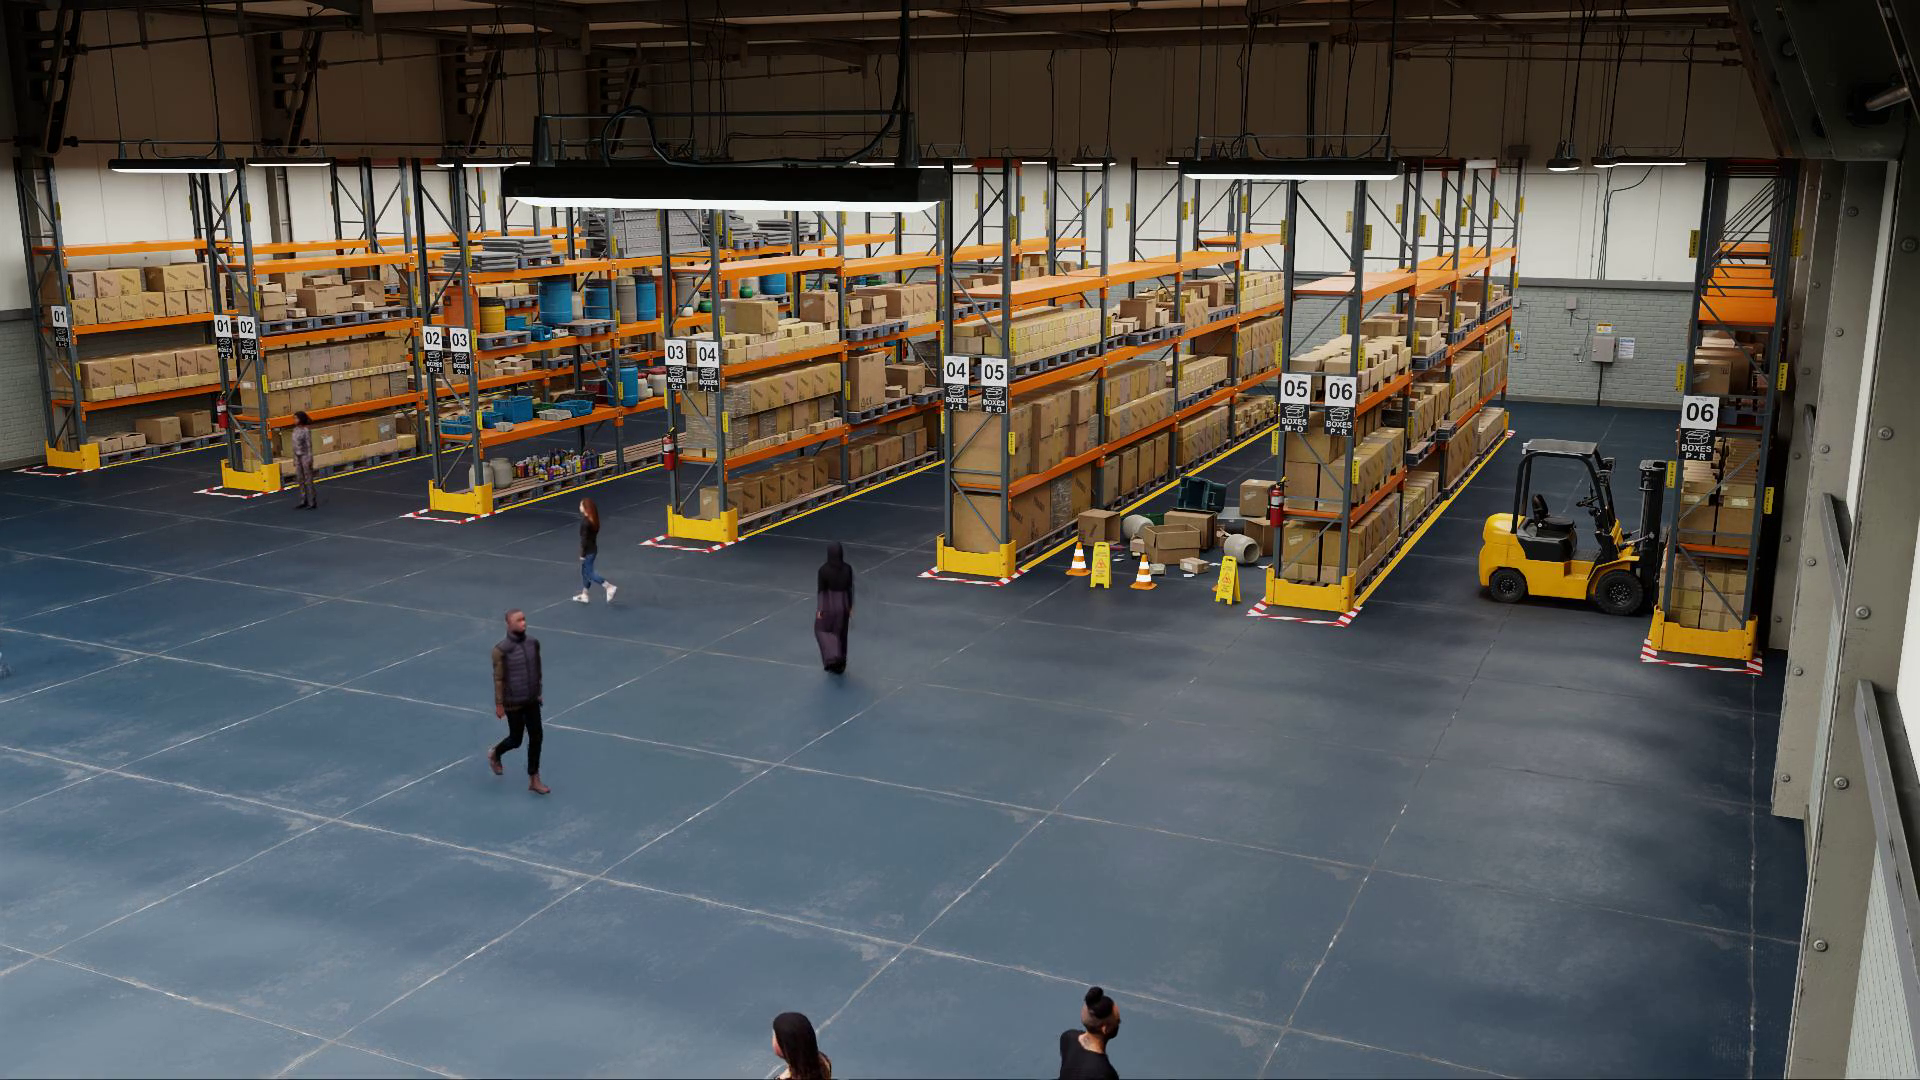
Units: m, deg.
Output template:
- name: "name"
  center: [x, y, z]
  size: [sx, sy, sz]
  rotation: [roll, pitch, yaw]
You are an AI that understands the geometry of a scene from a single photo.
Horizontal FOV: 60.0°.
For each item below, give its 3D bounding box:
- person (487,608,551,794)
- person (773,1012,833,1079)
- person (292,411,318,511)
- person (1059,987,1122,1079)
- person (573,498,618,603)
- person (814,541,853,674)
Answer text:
- name: "person"
  center: [-4.295, 1.543, 16.073]
  size: [0.900, 1.817, 1.031]
  rotation: [10, 16, 36]
- name: "person"
  center: [-0.755, 3.314, 8.733]
  size: [0.809, 1.678, 1.008]
  rotation: [4, 14, 18]
- name: "person"
  center: [-11.429, -1.393, 28.984]
  size: [0.594, 1.713, 0.589]
  rotation: [8, 15, 31]
- name: "person"
  center: [0.576, 3.211, 8.792]
  size: [0.907, 1.852, 0.843]
  rotation: [-5, 14, -21]
- name: "person"
  center: [-5.036, 0.158, 22.826]
  size: [0.854, 1.469, 0.887]
  rotation: [0, 13, -1]
- name: "person"
  center: [-1.479, 0.810, 19.705]
  size: [0.818, 1.607, 0.876]
  rotation: [-5, 14, -21]
